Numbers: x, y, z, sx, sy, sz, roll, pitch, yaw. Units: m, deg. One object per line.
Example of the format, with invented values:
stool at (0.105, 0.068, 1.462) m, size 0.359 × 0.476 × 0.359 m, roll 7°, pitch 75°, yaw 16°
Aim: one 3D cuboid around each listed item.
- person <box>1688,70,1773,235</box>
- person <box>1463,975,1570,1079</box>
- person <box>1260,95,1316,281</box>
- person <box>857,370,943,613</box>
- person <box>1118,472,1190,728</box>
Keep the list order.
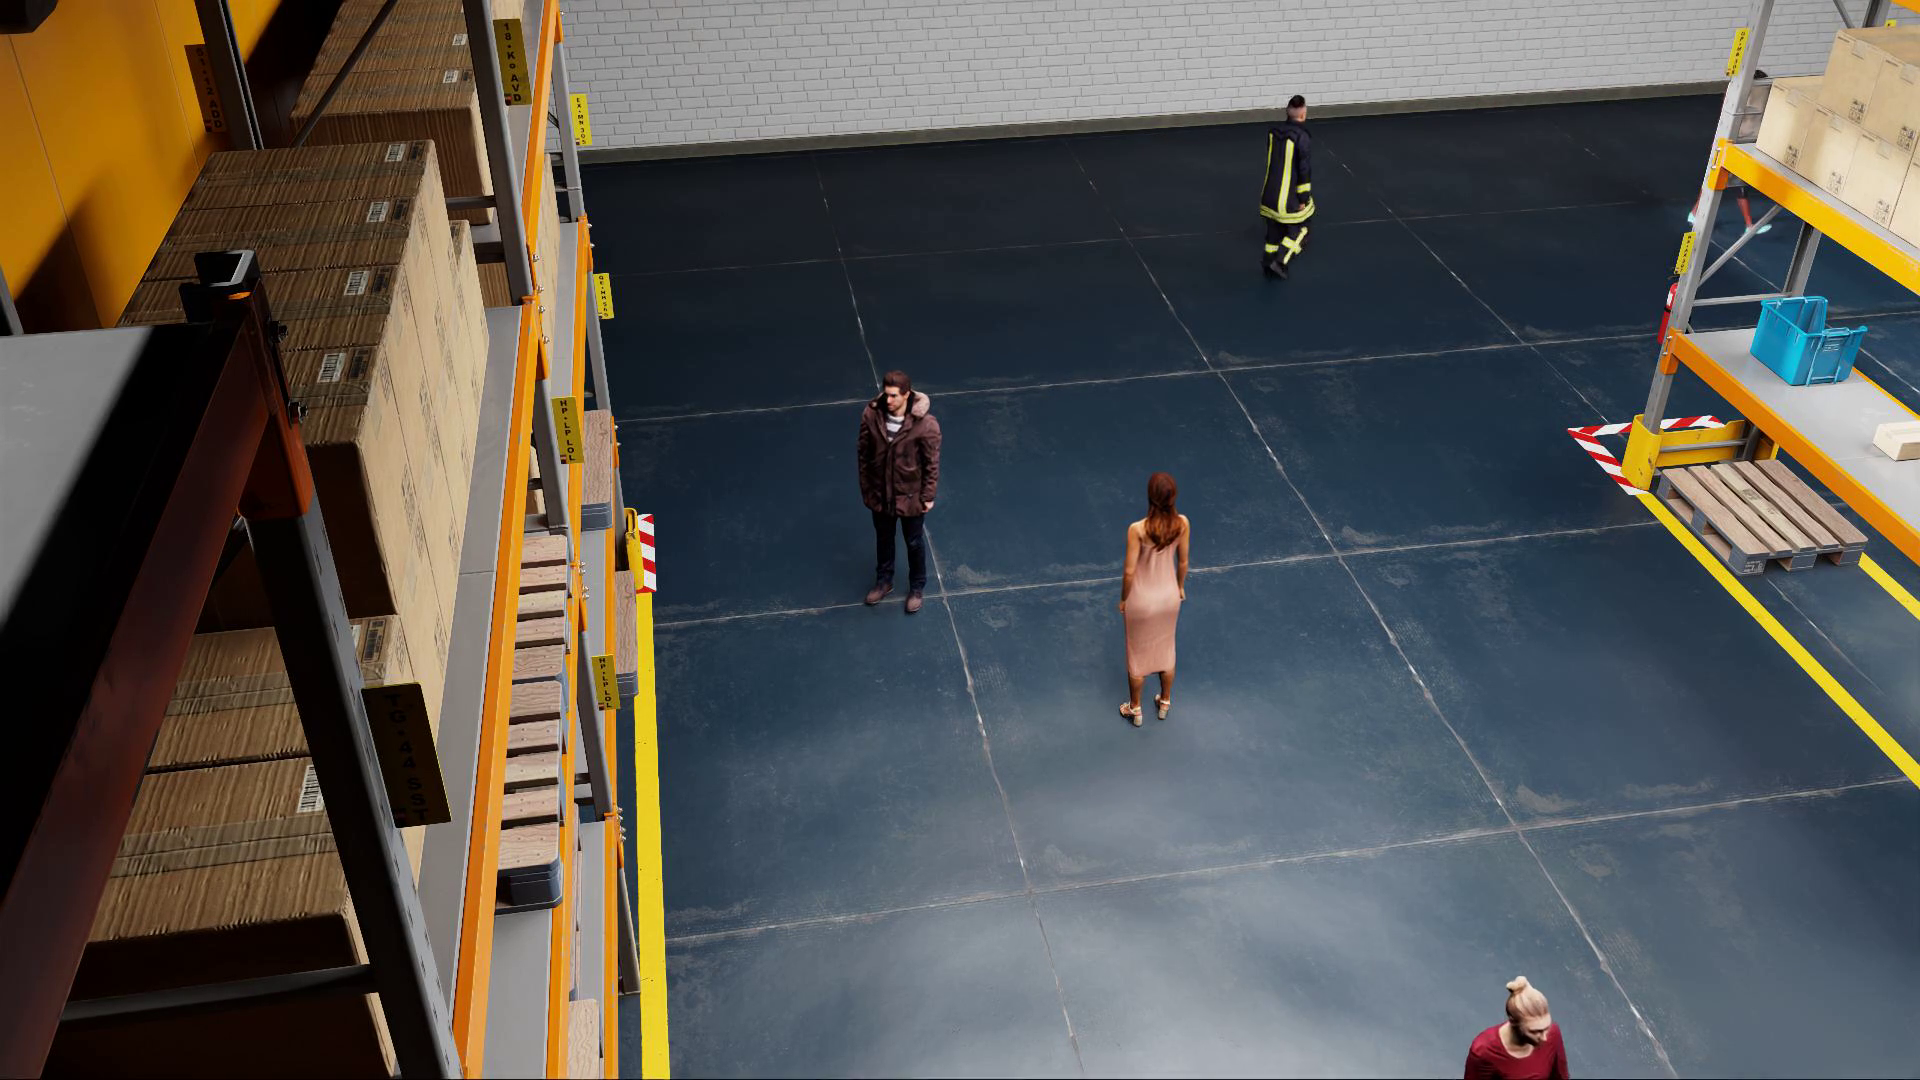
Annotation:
person at (7.913, -4.002, 17.157) m, size 1.117 × 1.681 × 1.017 m, roll 24°, pitch 40°, yaw 31°
person at (2.349, 2.519, 7.373) m, size 0.833 × 1.651 × 1.115 m, roll -16°, pitch 37°, yaw -22°
person at (3.097, -3.365, 16.043) m, size 0.941 × 1.852 × 0.820 m, roll -19°, pitch 38°, yaw -26°
person at (-0.427, -0.355, 11.519) m, size 0.871 × 1.848 × 0.877 m, roll 12°, pitch 35°, yaw 17°
person at (1.208, 0.378, 10.431) m, size 0.616 × 1.831 × 0.543 m, roll -9°, pitch 35°, yaw -14°
